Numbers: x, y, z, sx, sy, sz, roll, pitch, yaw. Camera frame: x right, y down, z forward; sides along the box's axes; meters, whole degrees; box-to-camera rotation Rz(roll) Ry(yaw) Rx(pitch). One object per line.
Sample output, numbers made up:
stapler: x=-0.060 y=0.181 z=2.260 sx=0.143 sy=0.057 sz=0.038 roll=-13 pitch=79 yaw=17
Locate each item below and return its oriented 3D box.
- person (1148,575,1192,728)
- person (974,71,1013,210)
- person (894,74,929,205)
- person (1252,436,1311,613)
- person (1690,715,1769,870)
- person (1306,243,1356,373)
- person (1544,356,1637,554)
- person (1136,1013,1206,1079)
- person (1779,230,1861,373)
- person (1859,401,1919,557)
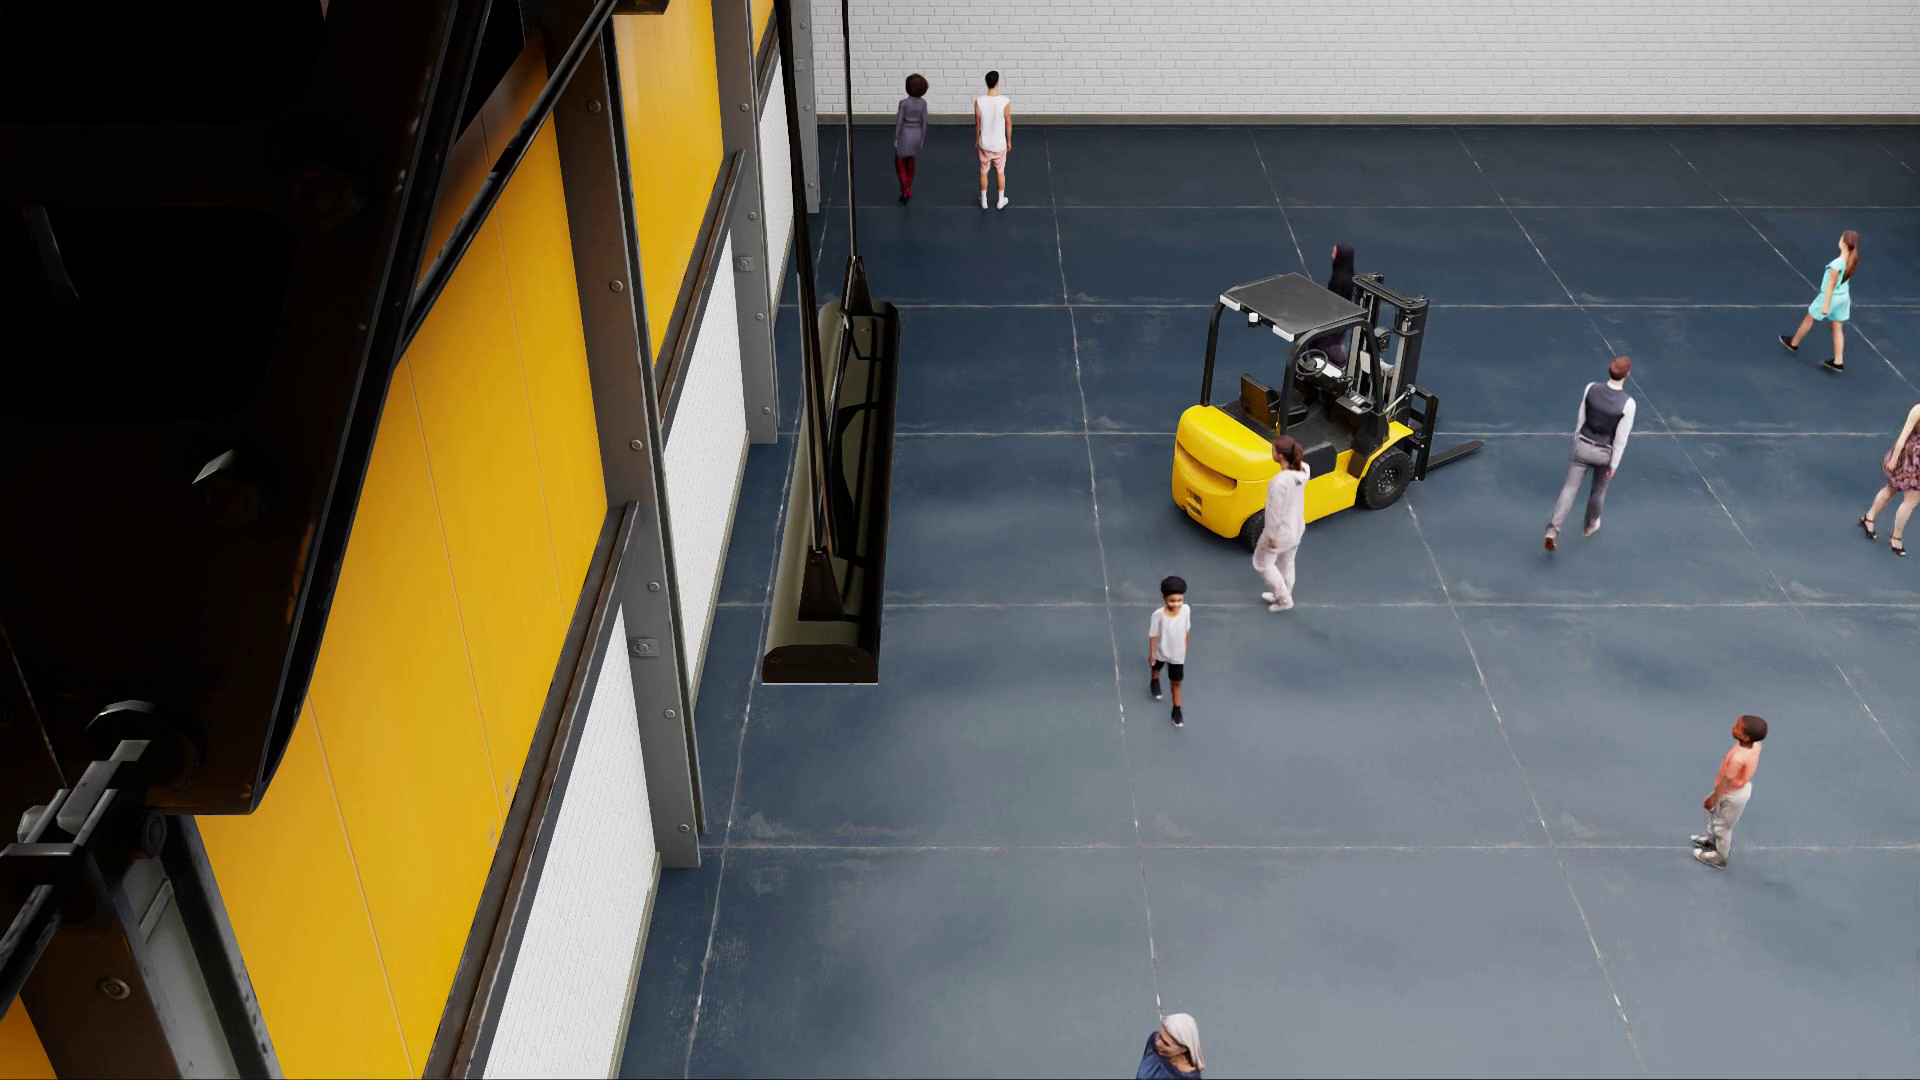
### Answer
person: x=1.624 y=0.794 z=13.097 sx=0.560 sy=1.224 sz=0.900 roll=-4 pitch=34 yaw=-5
person: x=0.416 y=-5.173 z=21.571 sx=0.655 sy=1.781 sz=0.591 roll=3 pitch=34 yaw=5
person: x=-0.612 y=-5.171 z=21.651 sx=0.774 sy=1.688 sz=0.822 roll=-17 pitch=37 yaw=-24
person: x=2.804 y=-0.084 z=14.010 sx=0.835 sy=1.675 sz=0.775 roll=29 pitch=43 yaw=36
person: x=5.431 y=1.772 z=11.559 sx=0.668 sy=1.298 sz=0.607 roll=28 pitch=43 yaw=35
person: x=4.015 y=-2.344 z=17.472 sx=0.827 sy=1.607 sz=0.825 roll=13 pitch=36 yaw=18
person: x=5.605 y=-0.752 z=14.804 sx=1.140 sy=1.908 sz=1.246 roll=26 pitch=42 yaw=34
person: x=1.139 y=3.178 z=9.083 sx=0.762 sy=1.696 sz=0.655 roll=-16 pitch=37 yaw=-23
person: x=9.428 y=-2.538 z=17.846 sx=0.832 sy=1.516 sz=1.130 roll=-13 pitch=36 yaw=-18
person: x=8.463 y=-0.741 z=14.929 sx=0.813 sy=1.751 sz=0.913 roll=-17 pitch=37 yaw=-24
